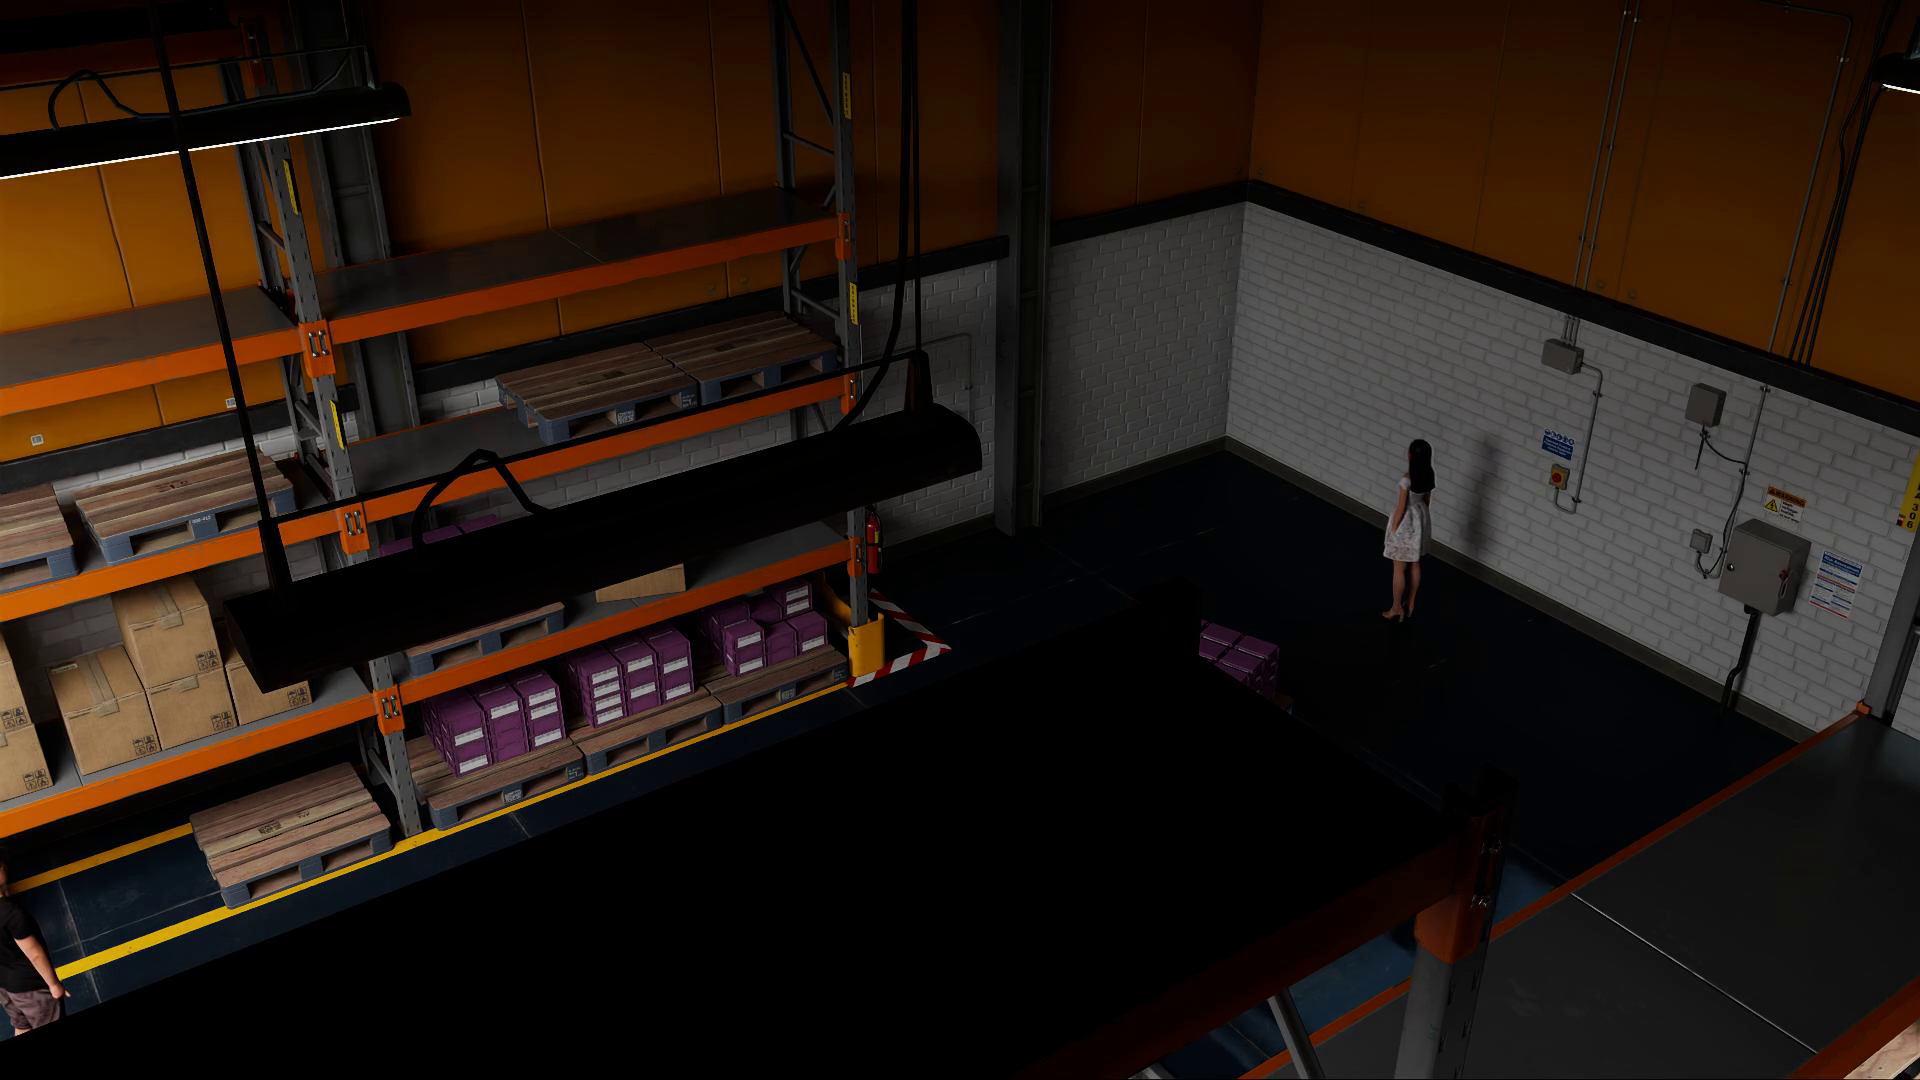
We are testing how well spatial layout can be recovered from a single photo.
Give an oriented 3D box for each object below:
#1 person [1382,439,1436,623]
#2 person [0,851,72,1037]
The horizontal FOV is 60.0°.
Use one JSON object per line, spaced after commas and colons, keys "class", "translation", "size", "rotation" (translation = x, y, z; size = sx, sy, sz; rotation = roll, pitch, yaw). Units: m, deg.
{"class": "person", "translation": [4.029, -0.089, 14.943], "size": [0.569, 1.774, 0.706], "rotation": [-17, 33, -28]}
{"class": "person", "translation": [-5.606, 2.595, 9.932], "size": [0.762, 1.861, 0.763], "rotation": [13, 31, 22]}
